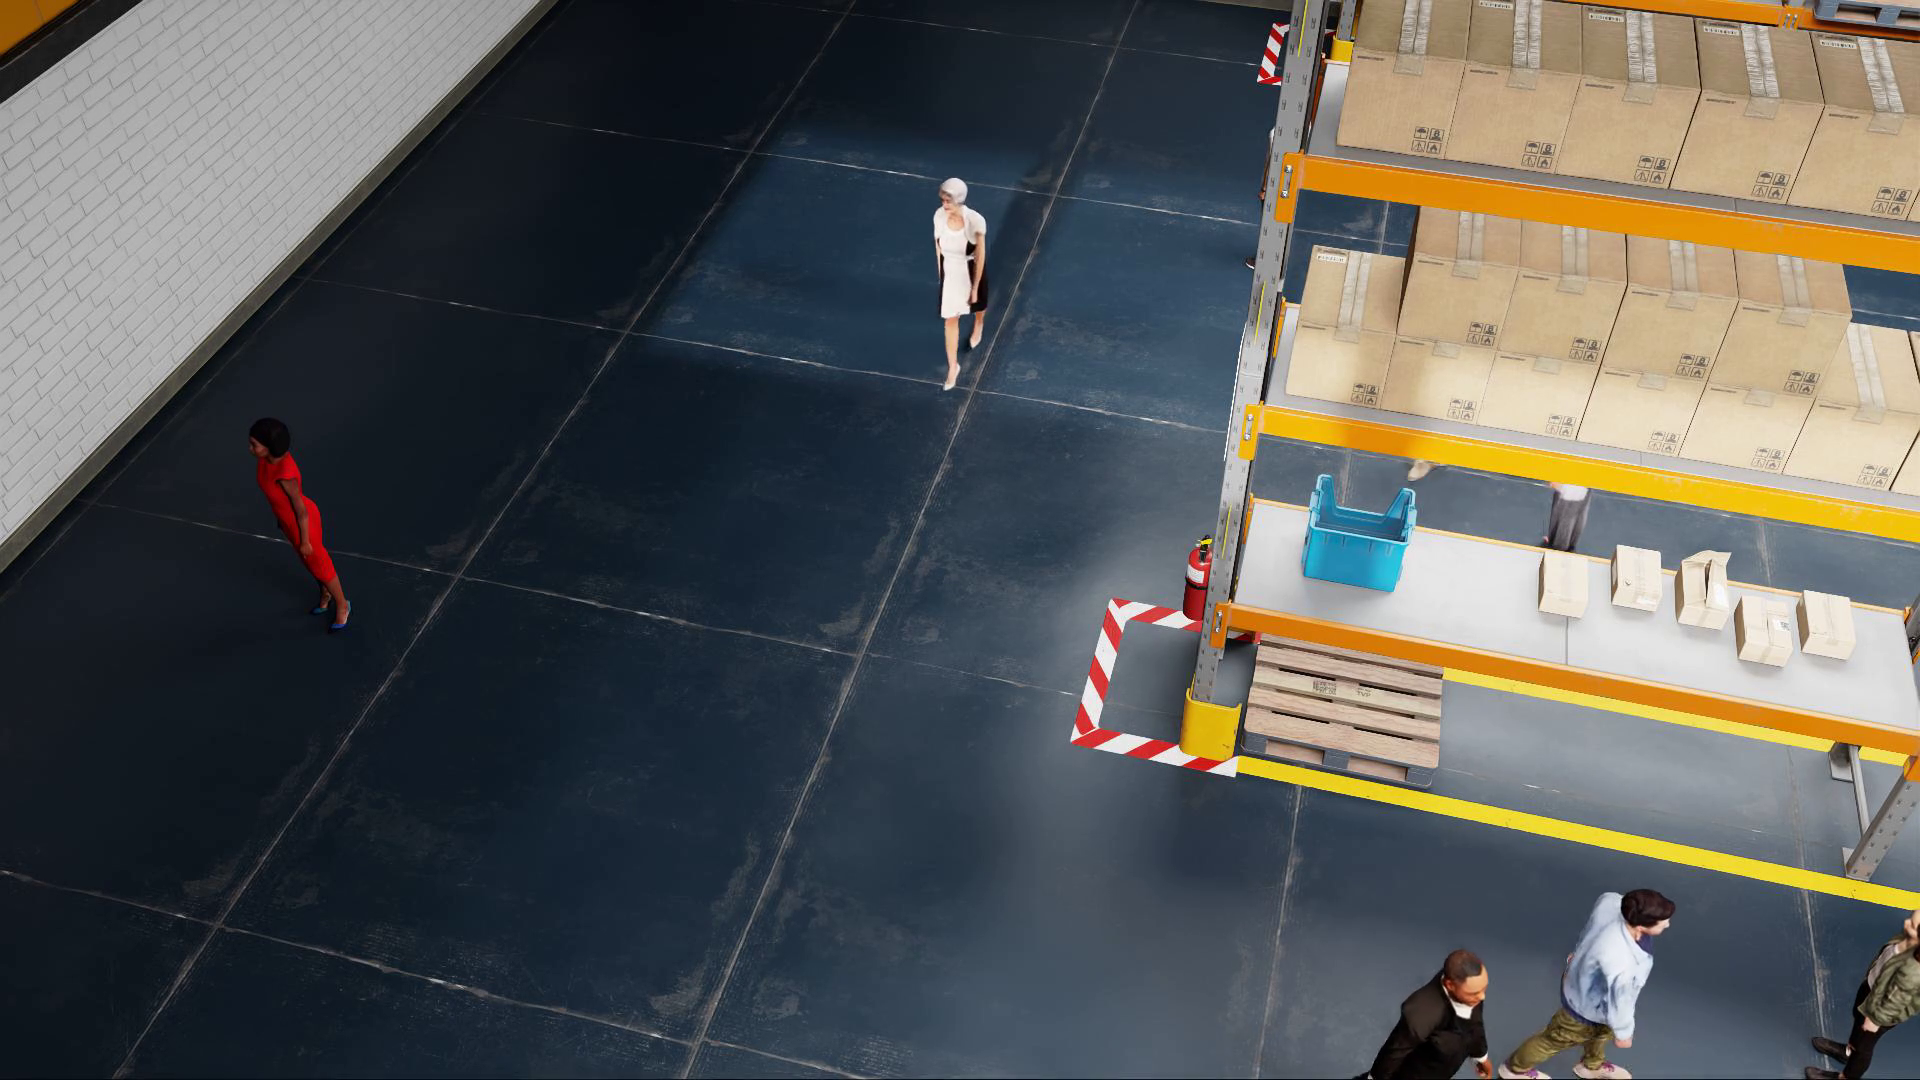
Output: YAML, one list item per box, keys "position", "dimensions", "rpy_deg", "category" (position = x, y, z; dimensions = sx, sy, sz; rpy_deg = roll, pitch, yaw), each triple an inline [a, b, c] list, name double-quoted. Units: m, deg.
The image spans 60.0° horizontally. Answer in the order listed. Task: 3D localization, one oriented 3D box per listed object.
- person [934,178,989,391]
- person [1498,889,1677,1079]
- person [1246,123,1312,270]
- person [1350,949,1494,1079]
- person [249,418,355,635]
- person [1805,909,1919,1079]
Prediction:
- position: [0.069, -2.092, 13.058]
  dimensions: [1.025, 1.696, 0.693]
  rpy_deg: [14, 45, 14]
  category: "person"
- position: [3.089, 2.281, 8.403]
  dimensions: [0.916, 1.785, 0.718]
  rpy_deg: [12, 45, 12]
  category: "person"
- position: [2.719, -3.054, 14.049]
  dimensions: [0.707, 1.722, 0.710]
  rpy_deg: [-34, 53, -30]
  category: "person"
- position: [2.192, 2.487, 8.135]
  dimensions: [1.338, 1.857, 1.099]
  rpy_deg: [34, 53, 30]
  category: "person"
- position: [-4.334, -0.101, 10.934]
  dimensions: [0.700, 1.744, 0.602]
  rpy_deg: [-31, 52, -29]
  category: "person"
- position: [4.757, 2.357, 8.549]
  dimensions: [0.553, 1.475, 0.605]
  rpy_deg: [18, 46, 18]
  category: "person"
